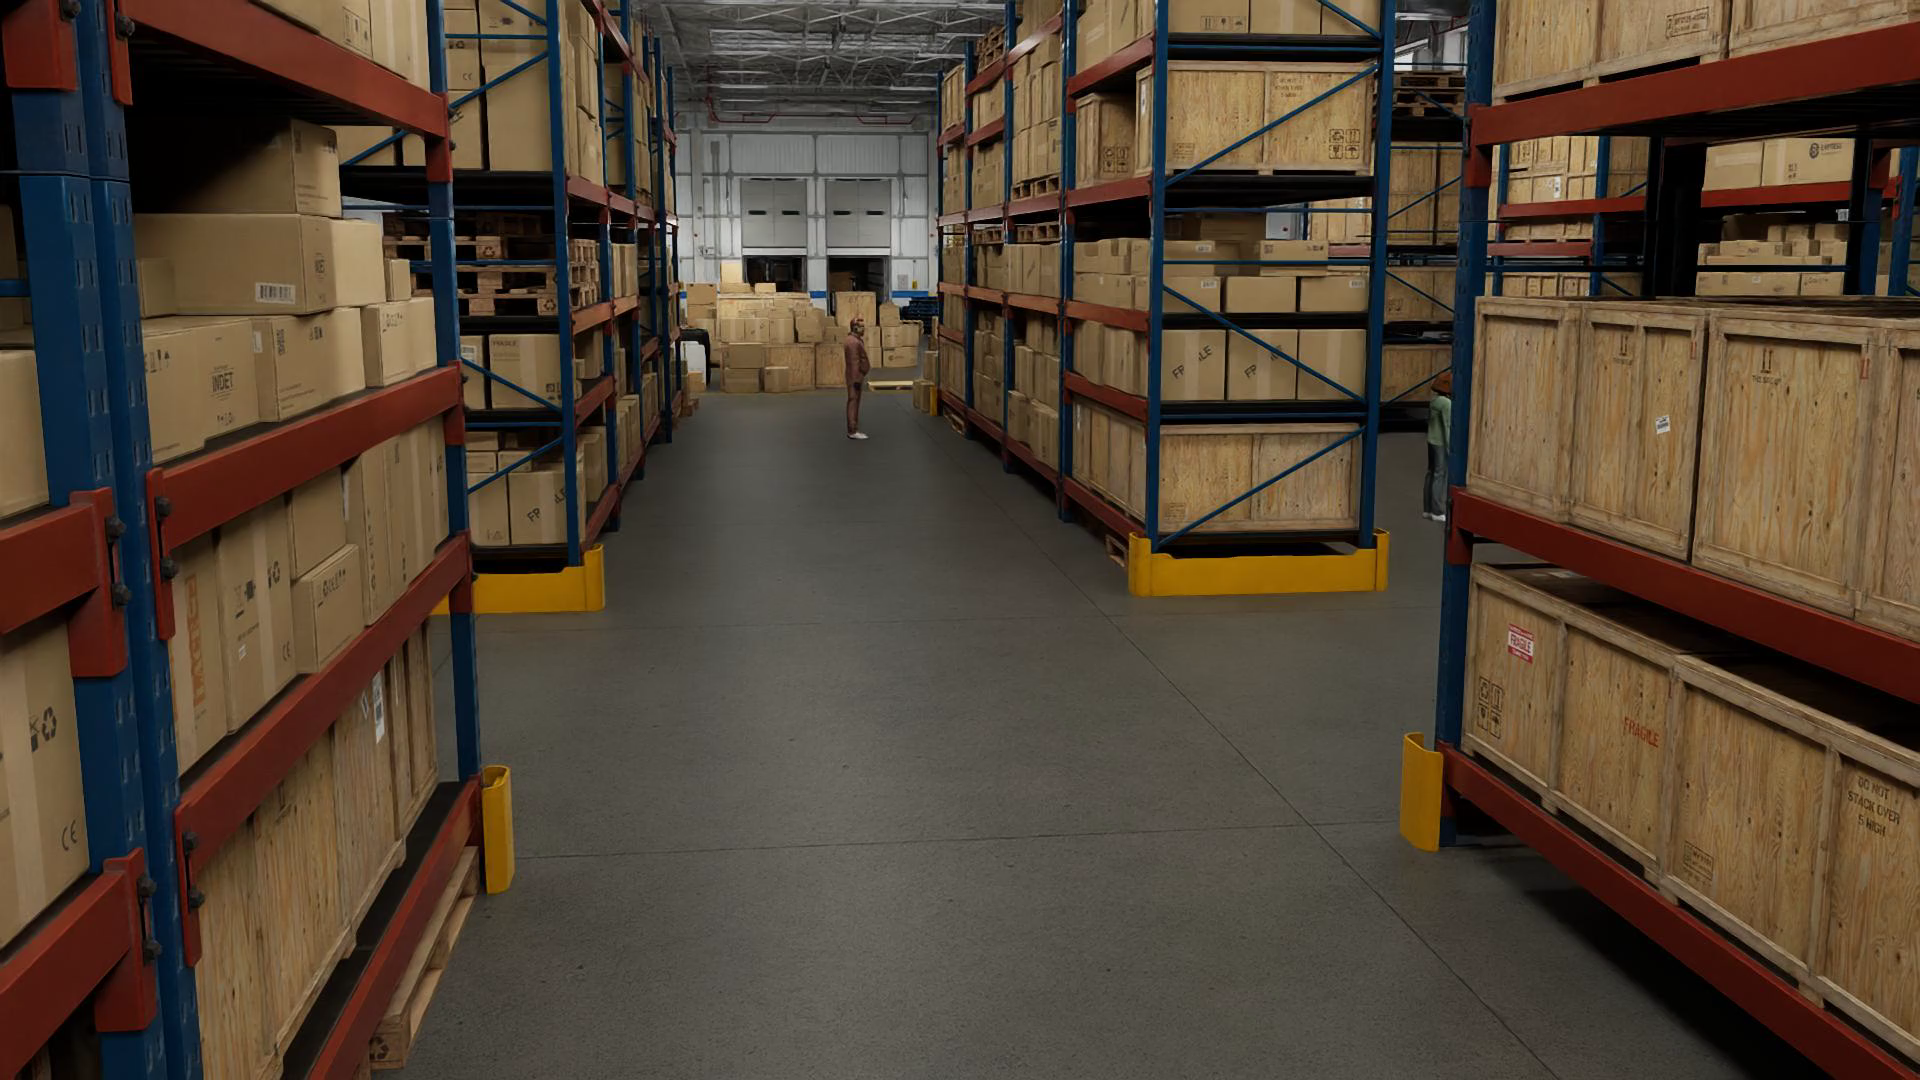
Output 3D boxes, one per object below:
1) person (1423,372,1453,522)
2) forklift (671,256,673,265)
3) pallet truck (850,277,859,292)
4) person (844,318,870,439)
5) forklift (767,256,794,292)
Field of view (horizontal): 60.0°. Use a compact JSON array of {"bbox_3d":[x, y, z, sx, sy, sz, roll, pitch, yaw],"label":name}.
[{"bbox_3d":[5.235,-1.017,18.108,0.285,1.634,0.499,-1,10,-5],"label":"person"},{"bbox_3d":[-10.987,-9.066,61.344,1.129,2.768,1.873,-1,10,-7],"label":"forklift"},{"bbox_3d":[-3.782,-9.391,65.808,1.885,1.965,0.823,2,10,10],"label":"pallet truck"},{"bbox_3d":[-1.621,-2.547,26.225,0.401,1.910,0.640,-1,10,-5],"label":"person"},{"bbox_3d":[-6.491,-8.921,60.499,1.129,2.768,1.873,-6,12,-33],"label":"forklift"}]
